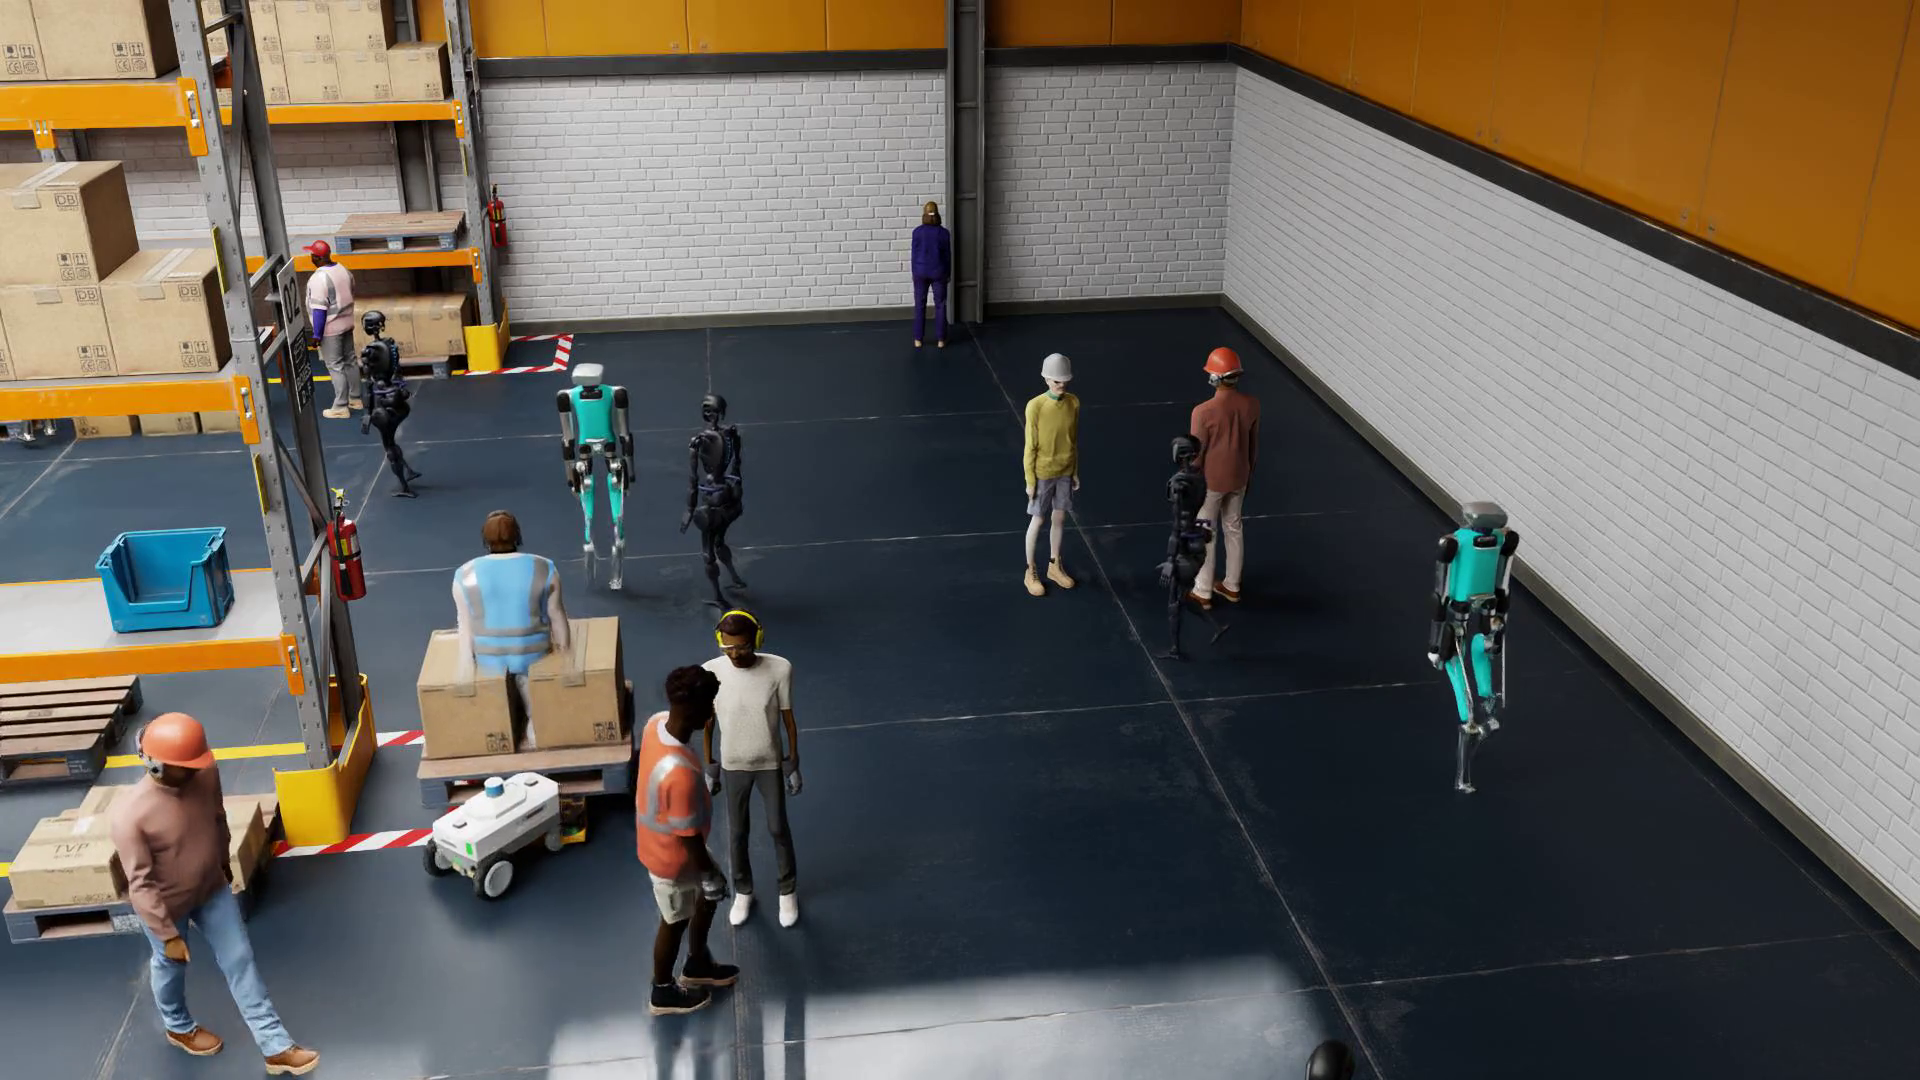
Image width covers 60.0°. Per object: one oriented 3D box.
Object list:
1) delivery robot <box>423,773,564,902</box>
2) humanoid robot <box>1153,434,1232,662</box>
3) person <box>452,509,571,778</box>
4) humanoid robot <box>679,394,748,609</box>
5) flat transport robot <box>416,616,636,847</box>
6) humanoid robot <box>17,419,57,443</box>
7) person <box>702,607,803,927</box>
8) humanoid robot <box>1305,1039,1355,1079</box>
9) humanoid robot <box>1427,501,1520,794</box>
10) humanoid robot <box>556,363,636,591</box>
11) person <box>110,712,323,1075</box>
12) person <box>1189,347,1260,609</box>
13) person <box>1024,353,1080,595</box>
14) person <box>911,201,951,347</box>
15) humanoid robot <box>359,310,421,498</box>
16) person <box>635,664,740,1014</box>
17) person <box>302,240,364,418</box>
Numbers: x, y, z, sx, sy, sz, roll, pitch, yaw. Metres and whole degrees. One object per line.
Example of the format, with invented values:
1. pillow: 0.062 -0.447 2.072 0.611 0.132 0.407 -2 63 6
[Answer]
1. delivery robot: -2.607 1.624 9.342 0.499 0.596 0.775 15 28 31
2. humanoid robot: 1.635 0.078 11.467 0.500 1.646 0.589 9 25 19
3. person: -2.630 0.710 9.860 0.635 1.811 0.762 -4 24 -8
4. humanoid robot: -1.820 -0.277 12.277 0.328 1.651 0.607 15 28 30
5. flat transport robot: -2.592 1.417 10.168 0.659 0.231 1.431 -4 24 -8
6. humanoid robot: -8.651 -1.704 15.285 0.533 1.677 0.735 -20 31 -38
7. person: -1.088 1.191 8.716 0.521 1.856 0.337 -1 24 -1
8. humanoid robot: 1.245 2.497 5.968 0.608 1.637 0.656 9 25 19
9. humanoid robot: 3.157 0.709 9.992 0.548 1.819 0.732 -7 25 -16
10. humanoid robot: -2.705 -0.363 12.484 0.550 1.867 0.662 -3 24 -8
11. person: -3.460 1.636 7.599 0.976 1.920 0.621 10 26 22
12. person: 1.915 -0.458 12.313 0.615 1.986 0.405 -13 27 -28
13. person: 0.693 -0.508 12.540 0.482 1.889 0.398 -13 27 -27
14. person: -0.316 -2.949 18.437 0.443 1.613 0.377 0 24 0
15. humanoid robot: -4.925 -1.158 14.292 0.363 1.647 0.603 5 24 11
16. person: -1.278 1.461 7.988 0.616 1.935 0.628 -6 24 -13
17. person: -6.134 -2.069 16.260 0.420 1.755 0.616 6 24 12
